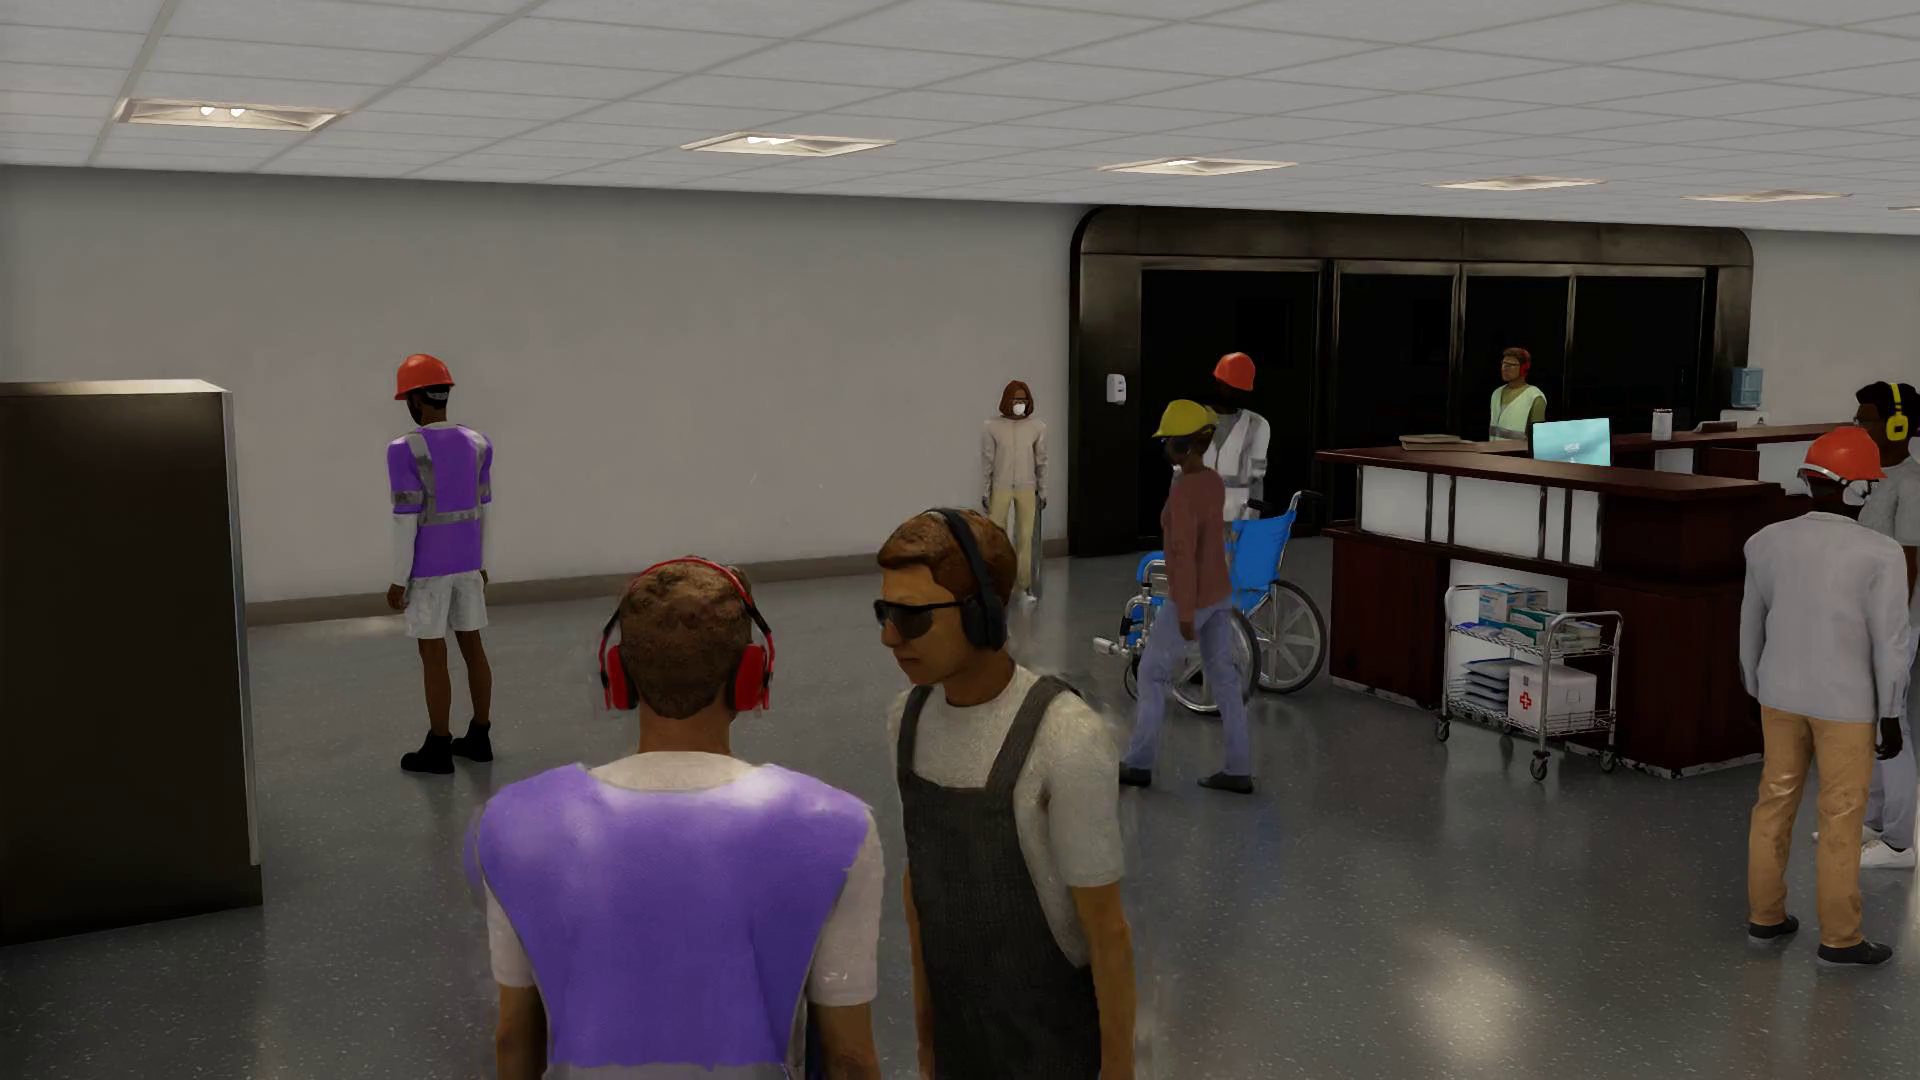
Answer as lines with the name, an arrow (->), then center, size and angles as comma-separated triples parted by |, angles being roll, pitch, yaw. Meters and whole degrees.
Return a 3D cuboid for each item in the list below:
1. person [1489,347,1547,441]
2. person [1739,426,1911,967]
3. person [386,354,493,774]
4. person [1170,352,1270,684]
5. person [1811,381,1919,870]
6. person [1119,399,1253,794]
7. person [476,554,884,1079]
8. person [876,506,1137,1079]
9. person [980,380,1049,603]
person -> 4.245, -0.550, 12.747 | 0.390, 1.850, 0.565 | -3, 8, -21
person -> 2.842, 0.503, 5.462 | 0.333, 1.753, 0.562 | -4, 9, -28
person -> -2.412, 0.111, 7.676 | 0.372, 1.930, 0.543 | 5, 9, 34
person -> 1.517, -0.149, 9.682 | 0.561, 1.899, 0.761 | 2, 8, 17
person -> 3.532, 0.326, 6.375 | 0.333, 1.864, 0.505 | 2, 8, 17
person -> 0.950, 0.255, 7.344 | 0.799, 1.738, 0.541 | 5, 9, 32
person -> -0.381, 0.920, 2.320 | 0.557, 1.796, 0.973 | 0, 8, -2
person -> 0.114, 0.840, 2.795 | 0.527, 1.819, 0.541 | -6, 10, -38
person -> 0.396, -0.344, 12.081 | 0.504, 1.627, 0.286 | -1, 8, -10
